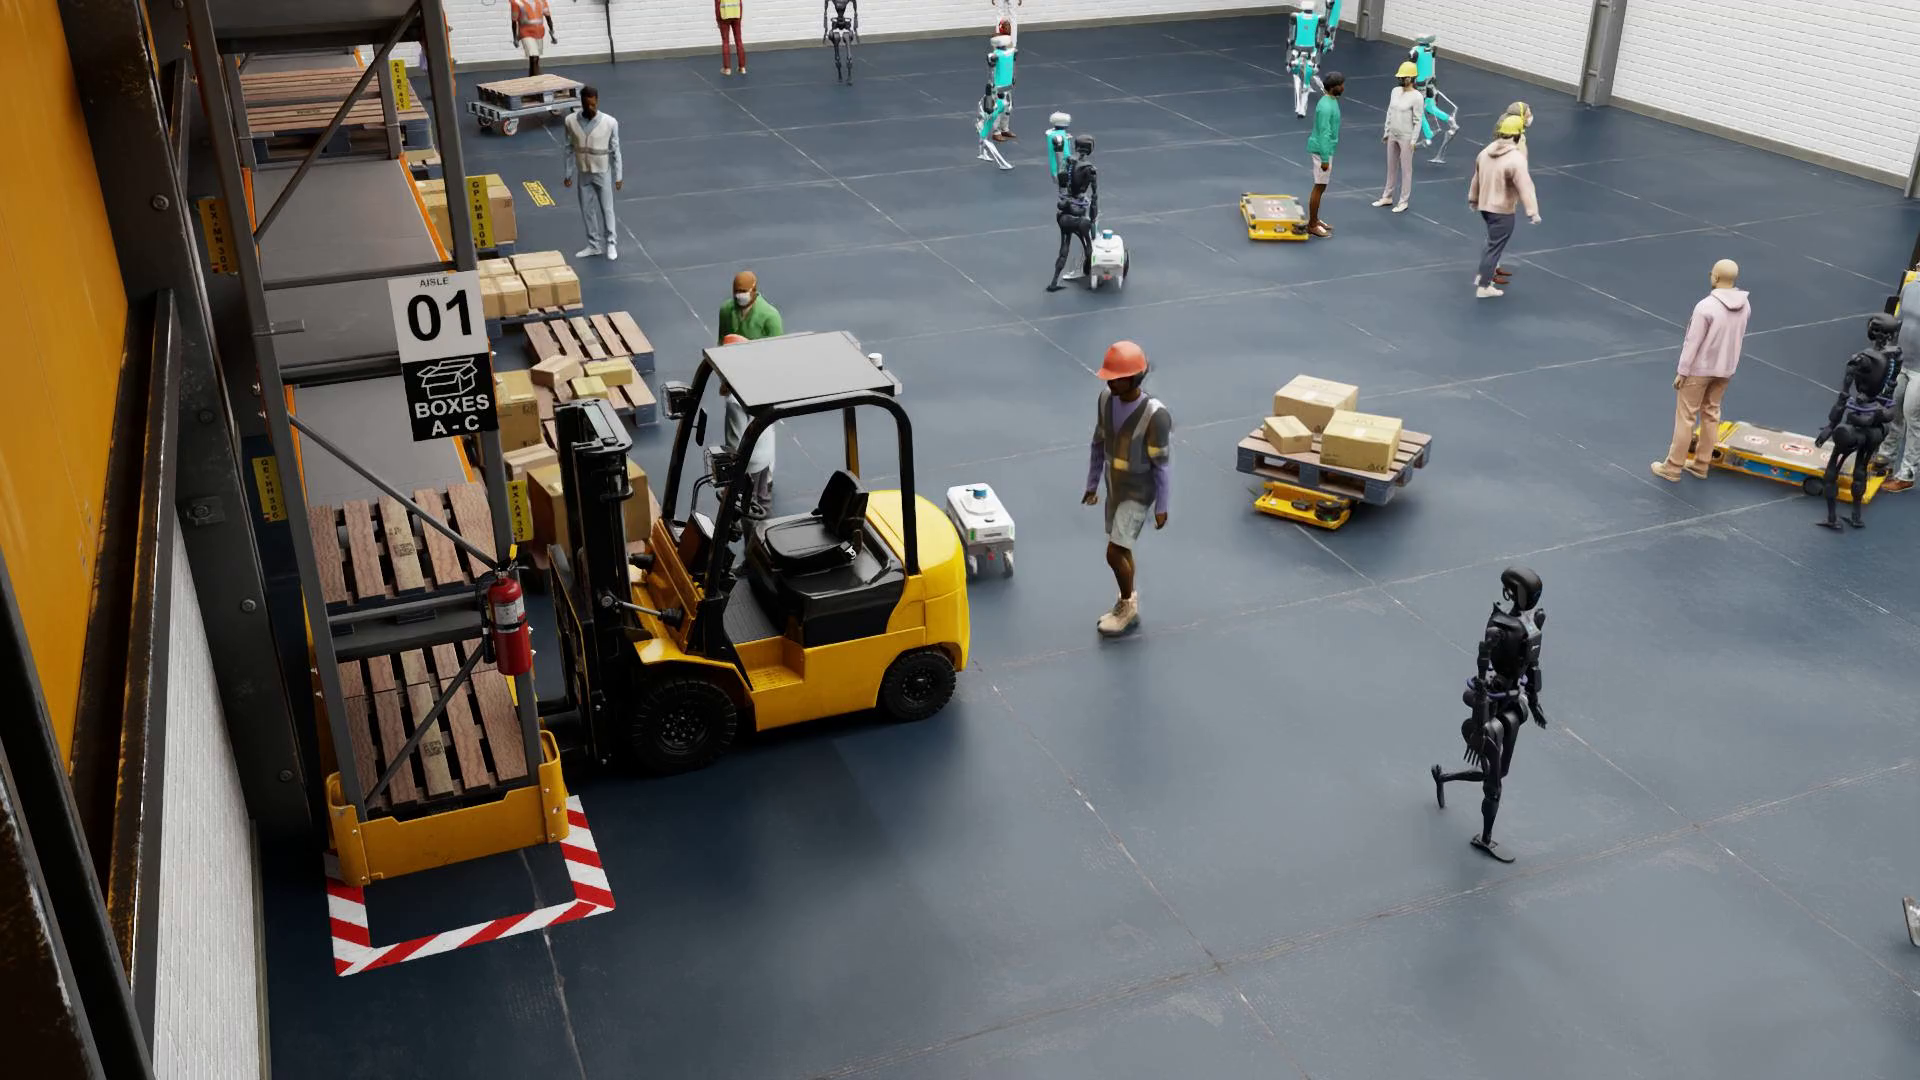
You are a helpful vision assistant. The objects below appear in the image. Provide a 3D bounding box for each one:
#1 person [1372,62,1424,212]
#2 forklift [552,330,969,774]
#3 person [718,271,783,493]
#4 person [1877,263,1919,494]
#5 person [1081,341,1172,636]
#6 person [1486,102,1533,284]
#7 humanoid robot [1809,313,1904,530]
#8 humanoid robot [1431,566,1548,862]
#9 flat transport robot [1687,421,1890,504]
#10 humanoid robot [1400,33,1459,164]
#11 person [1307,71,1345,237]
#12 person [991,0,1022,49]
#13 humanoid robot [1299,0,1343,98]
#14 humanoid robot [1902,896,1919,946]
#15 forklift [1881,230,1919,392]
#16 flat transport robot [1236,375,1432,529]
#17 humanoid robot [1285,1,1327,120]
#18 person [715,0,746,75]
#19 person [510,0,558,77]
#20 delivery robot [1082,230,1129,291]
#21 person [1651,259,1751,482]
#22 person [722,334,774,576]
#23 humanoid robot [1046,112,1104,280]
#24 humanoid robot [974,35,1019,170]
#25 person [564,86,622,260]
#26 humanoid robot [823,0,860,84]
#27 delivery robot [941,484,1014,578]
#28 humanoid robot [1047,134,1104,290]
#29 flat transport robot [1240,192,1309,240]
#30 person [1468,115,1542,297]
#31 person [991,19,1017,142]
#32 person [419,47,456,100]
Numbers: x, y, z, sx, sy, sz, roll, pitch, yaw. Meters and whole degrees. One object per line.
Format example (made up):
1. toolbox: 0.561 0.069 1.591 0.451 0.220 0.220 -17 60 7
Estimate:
1. person: 5.277 -4.827 19.920 0.320 1.769 0.523 -15 30 -27
2. forklift: -1.094 0.010 9.831 2.313 2.155 1.214 -10 28 -20
3. person: -1.566 -1.236 12.781 0.596 1.765 0.557 10 28 18
4. person: 7.325 -1.311 12.758 0.374 1.930 0.633 -6 27 -11
5. person: 1.010 -0.303 10.639 0.571 2.021 0.628 -17 31 -30
6. person: 5.719 -3.653 17.467 0.403 1.876 0.565 12 29 23
7. humanoid robot: 6.565 -0.854 12.121 0.590 1.662 0.343 -11 29 -21
8. humanoid robot: 2.776 0.857 8.729 0.588 1.634 0.643 -21 34 -36
9. flat transport robot: 6.565 -0.646 13.273 1.431 0.231 0.659 20 33 34
10. humanoid robot: 6.164 -5.689 21.671 0.537 1.721 1.014 -23 35 -38
11. person: 4.156 -4.412 19.005 0.387 1.849 0.505 7 27 13
12. person: 0.827 -9.543 29.186 0.566 1.878 0.354 -2 27 -3
13. humanoid robot: 5.519 -7.679 25.635 0.903 1.773 0.542 15 30 28
14. humanoid robot: 4.745 1.357 7.702 0.530 1.769 0.995 -5 27 -10
15. forklift: 9.029 -2.397 14.618 1.214 2.155 2.313 18 32 32
16. flat transport robot: 2.892 -0.482 12.946 0.659 0.231 1.431 16 31 29
17. humanoid robot: 5.034 -7.001 24.279 0.550 1.727 1.028 8 28 15
18. person: -3.787 -8.565 27.360 0.467 1.767 0.374 -12 29 -22
19. person: -6.548 -7.795 25.661 0.992 1.908 0.613 24 35 39
20. delivery robot: 1.549 -2.982 17.579 0.499 0.576 0.757 1 27 2
21. person: 5.796 -1.295 12.889 0.532 1.776 0.414 -9 28 -18
22. person: -1.480 -0.588 11.519 0.352 1.740 0.571 7 28 14
23. humanoid robot: 1.233 -3.574 17.480 0.718 1.801 0.555 0 27 0
24. humanoid robot: 0.396 -5.696 21.690 0.939 1.762 0.545 21 34 36
25. person: -3.991 -4.002 18.133 0.637 1.906 0.395 4 27 7
26. humanoid robot: -1.912 -8.161 26.662 0.609 1.638 0.567 0 27 0
27. delivery robot: 0.143 -0.112 11.881 0.499 0.586 0.764 -7 27 -13
28. humanoid robot: 1.222 -3.388 17.193 0.618 1.637 0.610 -18 32 -31
29. flat transport robot: 3.688 -3.809 19.563 0.659 0.231 1.431 2 27 3
30. person: 5.519 -3.386 16.956 0.536 1.853 0.826 -9 28 -17
31. person: 0.597 -6.430 23.233 0.332 1.651 0.469 16 31 29
32. person: -8.100 -7.659 25.481 0.467 1.828 0.567 0 27 0
